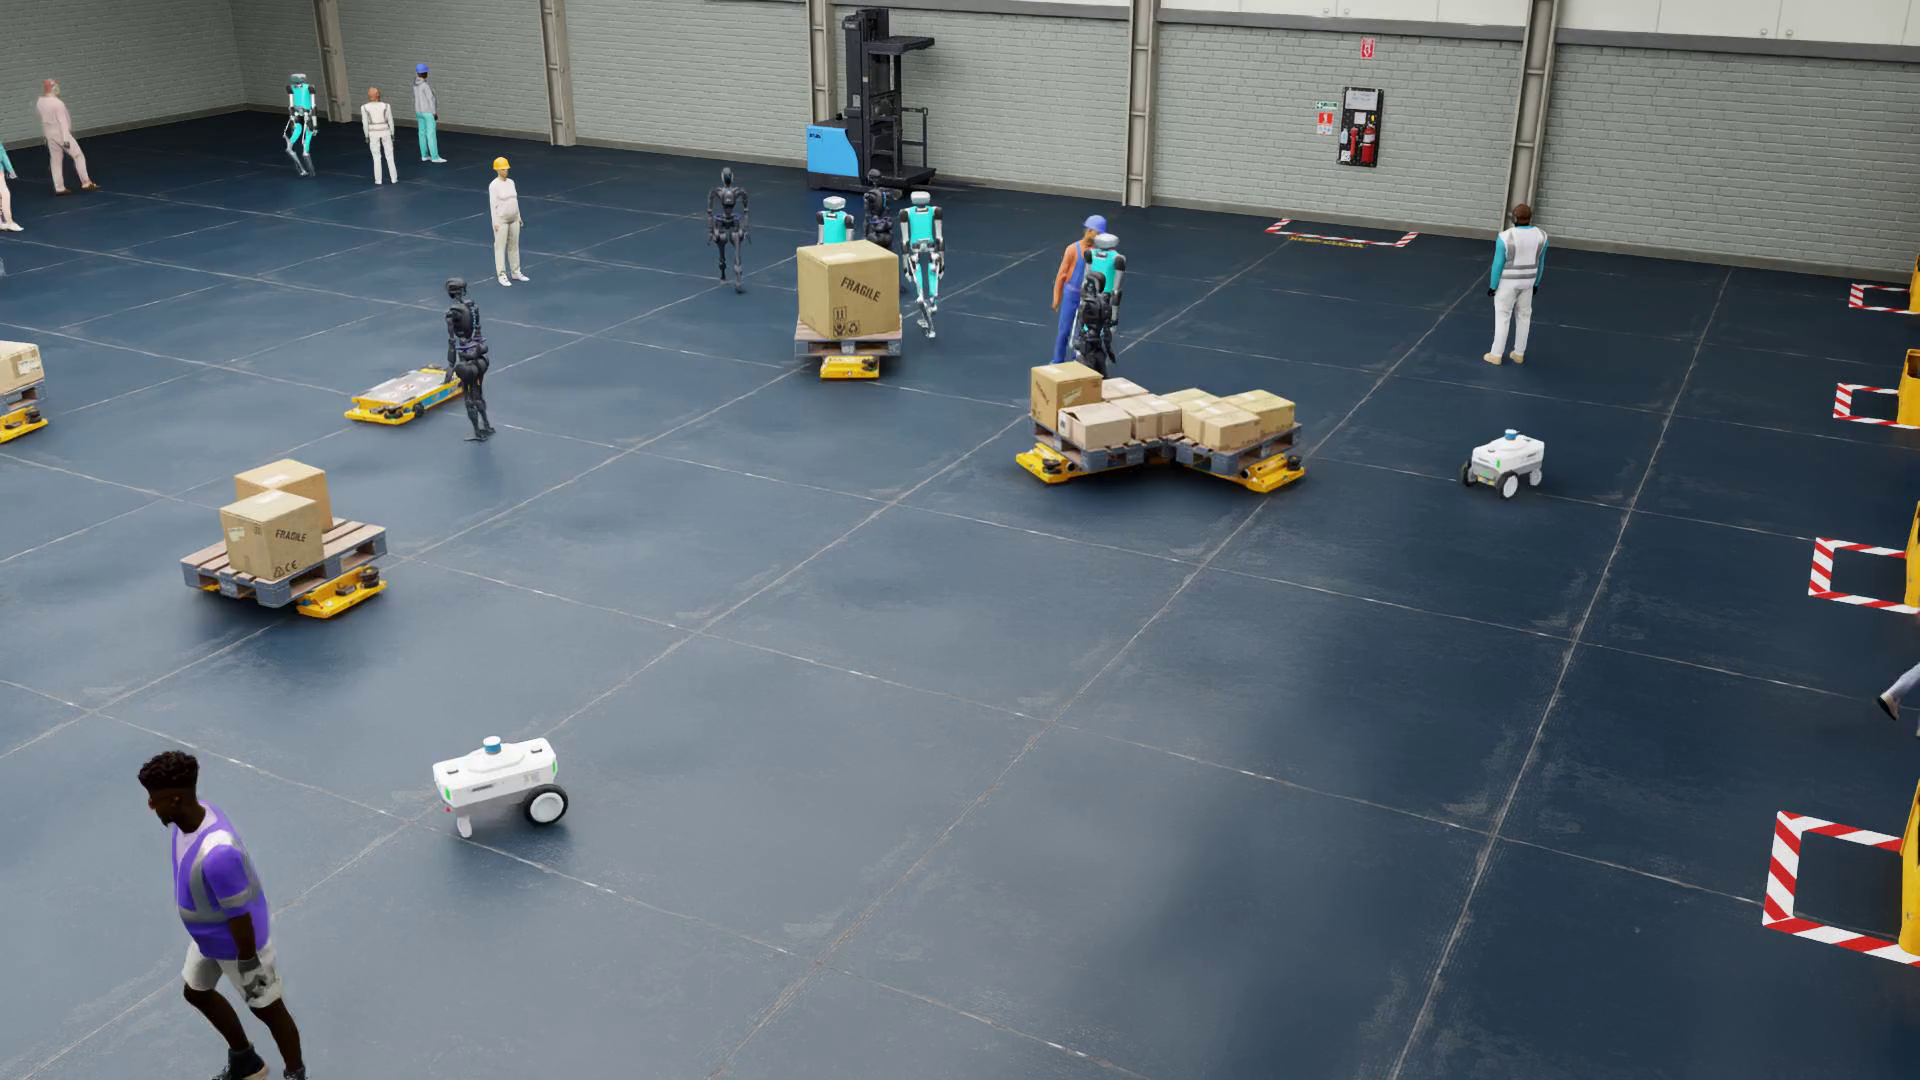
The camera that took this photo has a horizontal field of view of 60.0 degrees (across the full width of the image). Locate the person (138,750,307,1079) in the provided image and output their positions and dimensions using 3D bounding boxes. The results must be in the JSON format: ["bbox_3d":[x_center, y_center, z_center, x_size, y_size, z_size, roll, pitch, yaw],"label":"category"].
[{"bbox_3d":[-3.461,1.841,7.765,0.487,1.936,0.726,-20,30,-38],"label":"person"}]

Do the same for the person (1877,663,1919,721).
[{"bbox_3d":[6.560,0.543,11.016,0.435,1.754,0.535,0,23,0],"label":"person"}]

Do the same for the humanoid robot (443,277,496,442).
[{"bbox_3d":[-4.911,-1.809,16.585,0.330,1.651,0.599,7,24,16],"label":"humanoid robot"}]

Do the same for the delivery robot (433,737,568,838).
[{"bbox_3d":[-2.841,1.500,10.333,0.785,0.614,0.523,-12,26,-26],"label":"delivery robot"}]

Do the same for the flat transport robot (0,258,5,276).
[{"bbox_3d":[-13.439,-3.359,21.983,1.431,0.231,0.659,15,28,32],"label":"flat transport robot"}]

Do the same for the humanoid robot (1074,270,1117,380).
[{"bbox_3d":[1.356,-1.905,16.805,0.335,1.651,0.584,15,27,31],"label":"humanoid robot"}]

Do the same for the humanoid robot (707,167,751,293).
[{"bbox_3d":[-3.078,-4.127,22.048,0.584,1.621,0.789,-6,24,-14],"label":"humanoid robot"}]

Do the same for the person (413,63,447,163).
[{"bbox_3d":[-9.768,-7.805,30.425,0.531,1.778,0.358,18,29,35],"label":"person"}]

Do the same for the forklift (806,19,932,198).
[{"bbox_3d":[-1.573,-7.292,27.850,1.873,2.768,1.129,12,26,25],"label":"forklift"}]

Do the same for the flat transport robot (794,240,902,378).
[{"bbox_3d":[-1.272,-2.165,19.202,0.659,0.231,1.431,-1,23,-2],"label":"flat transport robot"}]

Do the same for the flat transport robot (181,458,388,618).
[{"bbox_3d":[-5.421,0.314,13.433,1.431,0.231,0.659,11,26,24],"label":"flat transport robot"}]

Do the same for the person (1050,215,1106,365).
[{"bbox_3d":[1.283,-2.684,18.397,0.616,1.865,0.623,-8,24,-17],"label":"person"}]

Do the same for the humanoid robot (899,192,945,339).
[{"bbox_3d":[-0.385,-3.196,19.791,0.545,1.752,1.000,-5,24,-12],"label":"humanoid robot"}]

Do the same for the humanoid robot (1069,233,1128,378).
[{"bbox_3d":[1.367,-2.351,17.786,0.546,1.758,0.902,20,30,39],"label":"humanoid robot"}]

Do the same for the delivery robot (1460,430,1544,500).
[{"bbox_3d":[5.092,-0.731,15.497,0.793,0.590,0.499,-16,28,-32],"label":"delivery robot"}]

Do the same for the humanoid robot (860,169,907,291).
[{"bbox_3d":[-1.076,-4.072,21.915,0.784,1.623,0.595,14,27,30],"label":"humanoid robot"}]

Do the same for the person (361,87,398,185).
[{"bbox_3d":[-9.967,-6.937,28.572,0.514,1.640,0.307,-10,25,-22],"label":"person"}]

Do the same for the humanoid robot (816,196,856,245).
[{"bbox_3d":[-1.583,-3.064,19.527,0.530,1.837,0.734,15,28,32],"label":"humanoid robot"}]

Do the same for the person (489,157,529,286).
[{"bbox_3d":[-6.092,-4.280,22.317,0.316,1.697,0.464,14,27,29],"label":"person"}]

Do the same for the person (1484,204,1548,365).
[{"bbox_3d":[6.312,-2.911,18.957,0.620,1.837,0.430,-4,24,-9],"label":"person"}]

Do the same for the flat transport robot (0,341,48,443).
[{"bbox_3d":[-10.163,-1.223,17.009,1.431,0.231,0.659,7,24,15],"label":"flat transport robot"}]

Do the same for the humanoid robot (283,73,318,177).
[{"bbox_3d":[-11.572,-7.181,29.088,0.551,1.824,0.807,4,24,10],"label":"humanoid robot"}]

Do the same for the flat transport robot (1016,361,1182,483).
[{"bbox_3d":[1.345,-0.824,16.080,1.431,0.231,0.659,-11,26,-24],"label":"flat transport robot"}]

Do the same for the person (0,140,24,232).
[{"bbox_3d":[-14.506,-5.579,25.135,0.679,1.851,0.562,2,23,4],"label":"person"}]

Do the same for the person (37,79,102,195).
[{"bbox_3d":[-14.942,-6.749,27.820,0.662,1.878,0.828,13,26,27],"label":"person"}]

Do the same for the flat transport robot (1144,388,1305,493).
[{"bbox_3d":[2.528,-0.789,16.000,1.431,0.231,0.659,21,31,40],"label":"flat transport robot"}]

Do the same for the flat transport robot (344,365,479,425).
[{"bbox_3d":[-5.848,-1.554,17.780,0.659,0.231,1.431,8,25,19],"label":"flat transport robot"}]
